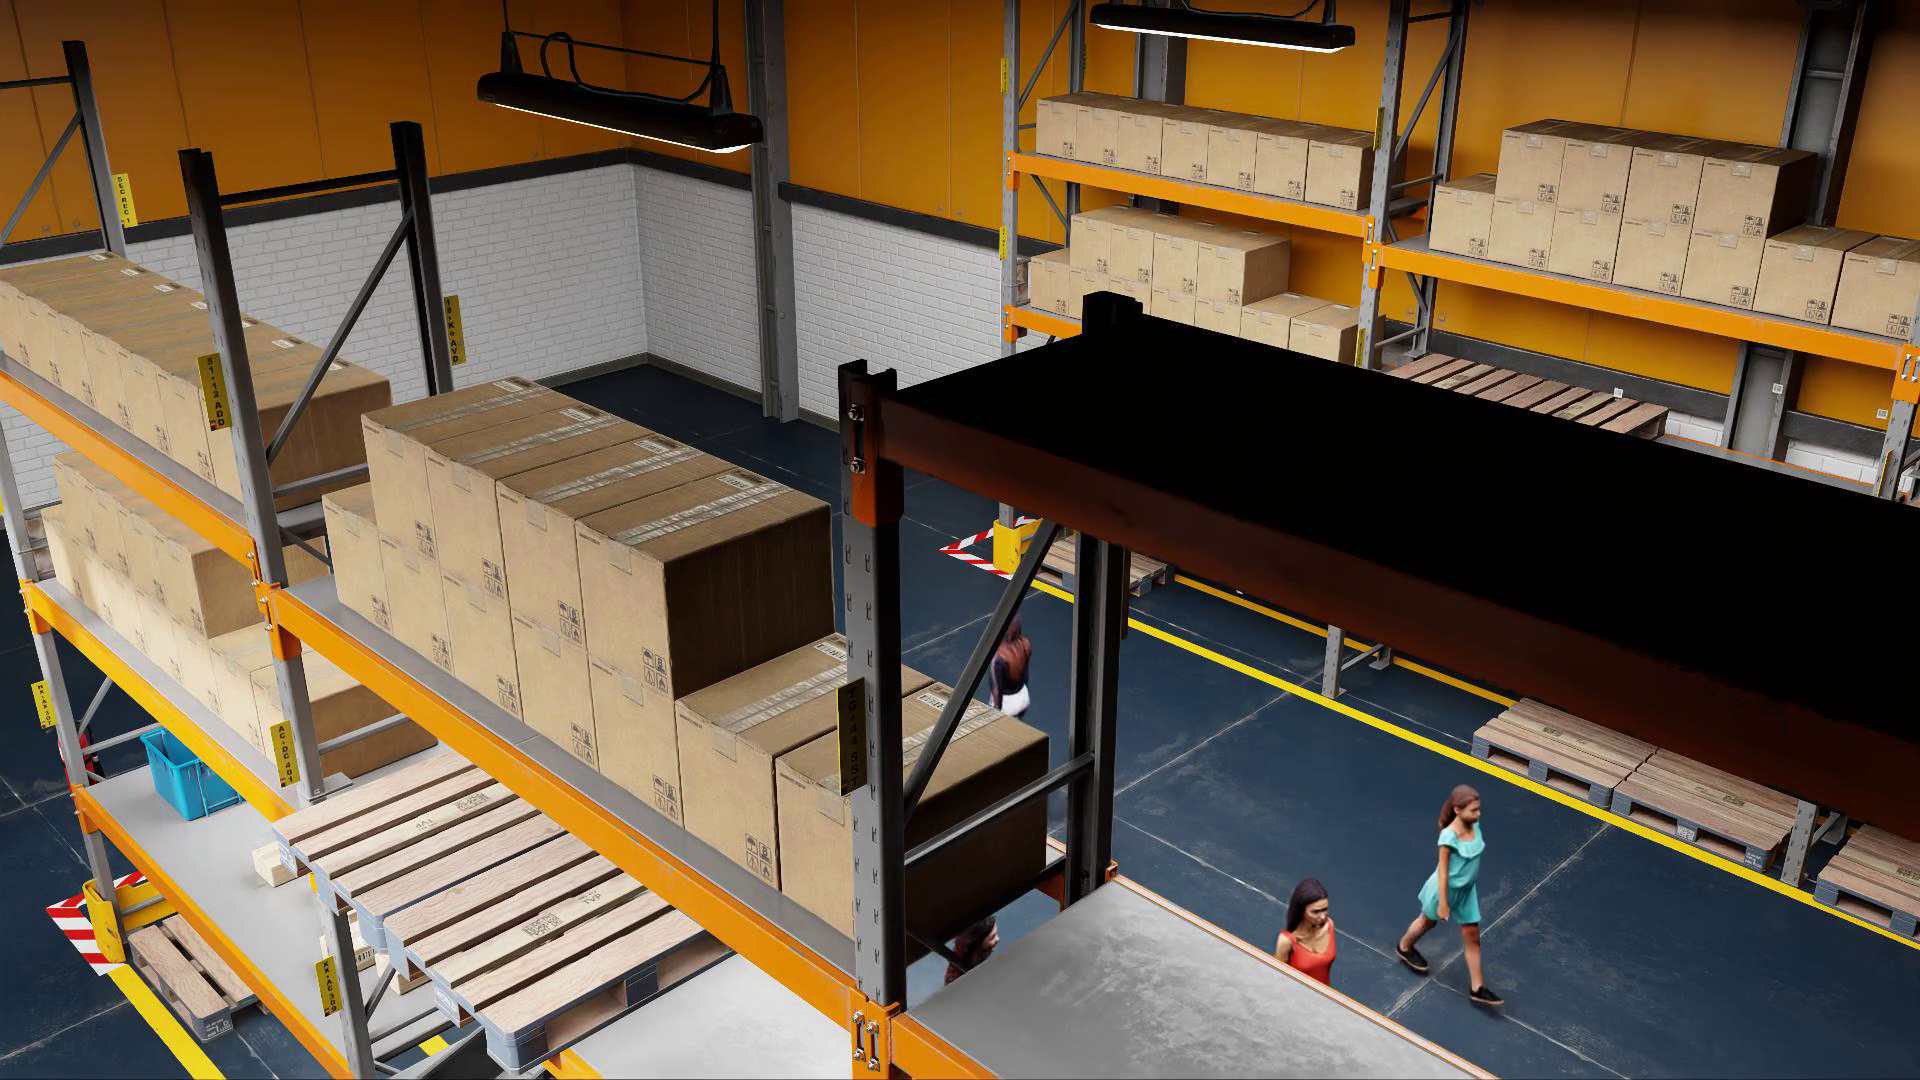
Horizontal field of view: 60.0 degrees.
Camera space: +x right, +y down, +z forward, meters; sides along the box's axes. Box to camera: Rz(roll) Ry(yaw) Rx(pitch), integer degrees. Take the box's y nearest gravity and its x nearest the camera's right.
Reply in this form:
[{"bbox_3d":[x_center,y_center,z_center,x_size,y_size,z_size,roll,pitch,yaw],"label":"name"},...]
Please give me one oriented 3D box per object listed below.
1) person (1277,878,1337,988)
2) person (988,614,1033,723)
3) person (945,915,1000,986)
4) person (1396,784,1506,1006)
[{"bbox_3d":[1.984,2.716,9.693,0.621,1.719,0.556,-16,28,-33],"label":"person"},{"bbox_3d":[0.431,1.308,13.067,0.608,1.596,0.674,-22,32,-40],"label":"person"},{"bbox_3d":[-0.017,2.810,9.594,0.787,1.626,0.736,7,25,16],"label":"person"},{"bbox_3d":[3.176,2.276,10.951,0.651,1.517,1.092,-17,29,-33],"label":"person"}]
